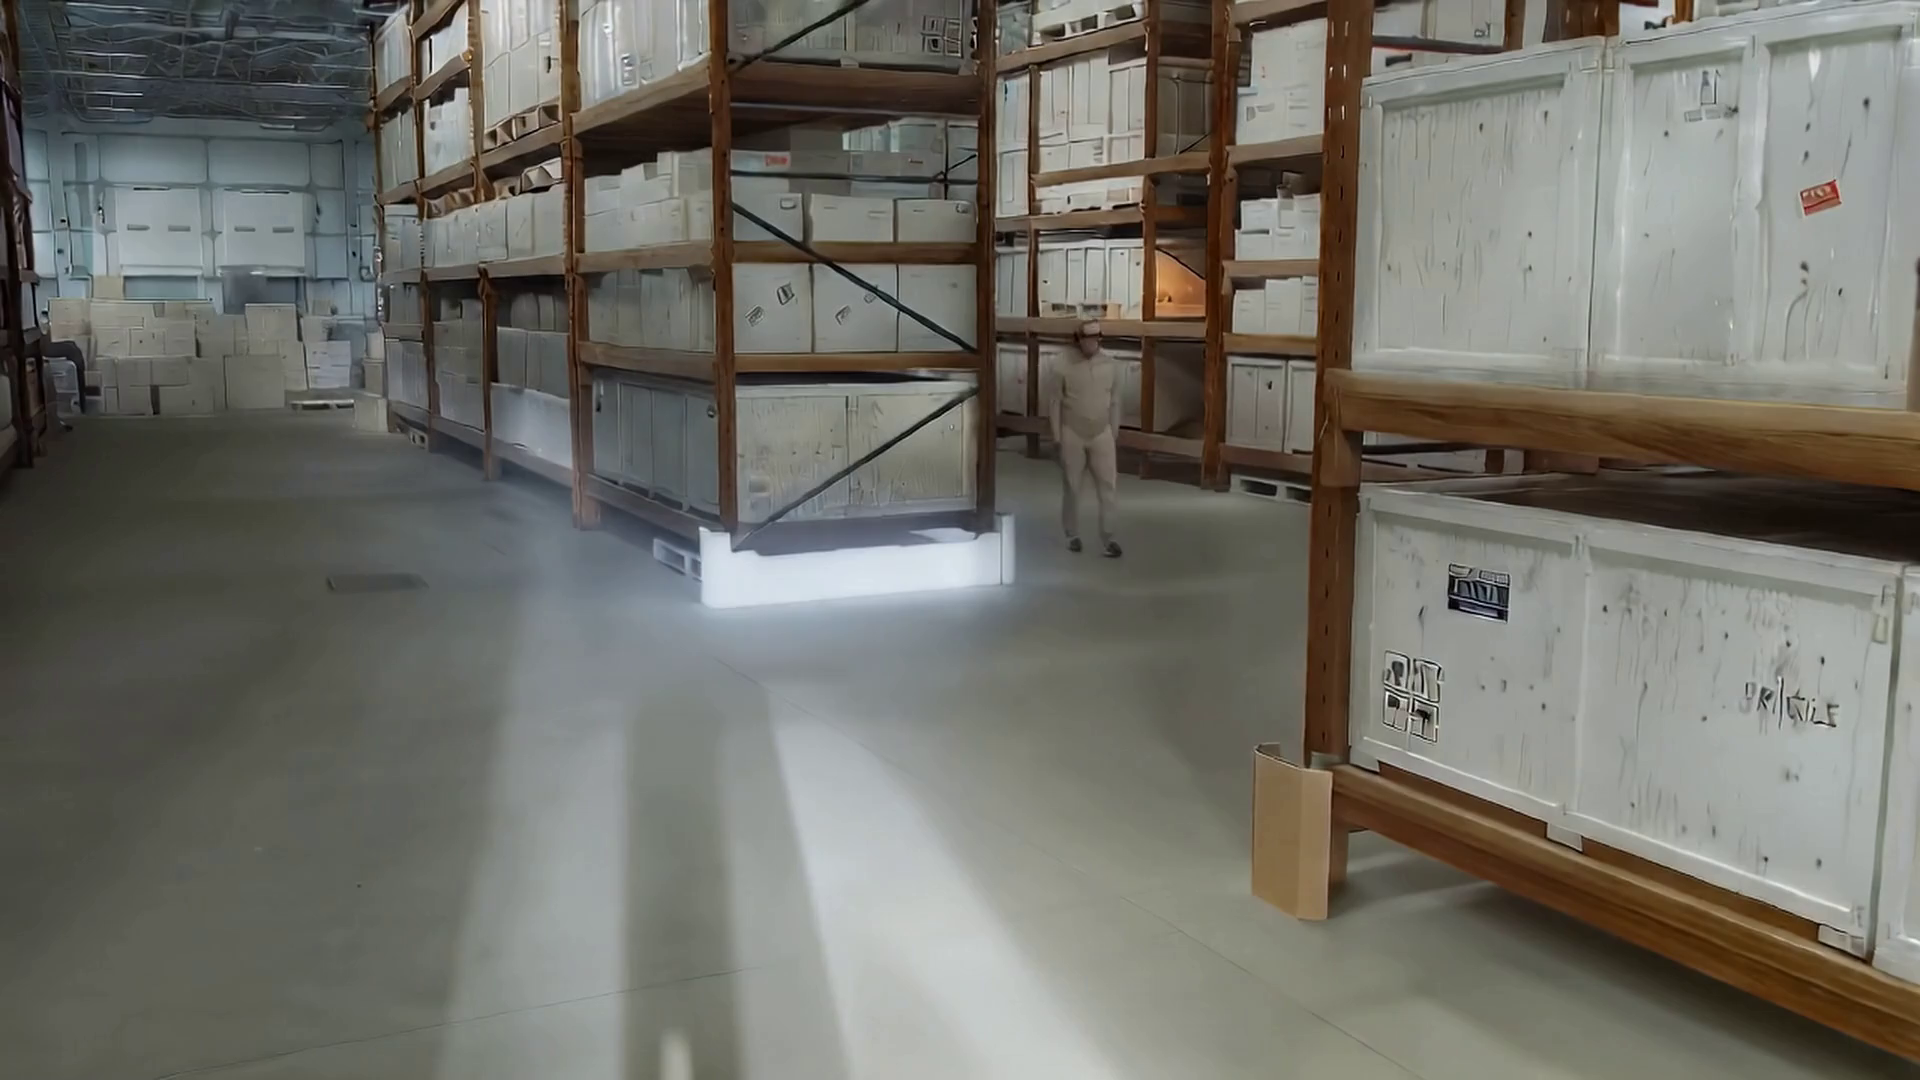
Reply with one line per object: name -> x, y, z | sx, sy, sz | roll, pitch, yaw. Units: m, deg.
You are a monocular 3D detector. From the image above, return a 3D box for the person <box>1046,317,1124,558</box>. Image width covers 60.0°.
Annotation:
person -> 1.000, -0.786, 12.968 | 0.651, 1.875, 0.868 | -2, 8, -10

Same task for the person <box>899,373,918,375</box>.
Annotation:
person -> -0.590, -1.069, 15.538 | 0.531, 1.692, 0.322 | 5, 10, 31

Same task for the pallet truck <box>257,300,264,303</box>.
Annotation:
pallet truck -> -23.913, -7.404, 58.171 | 1.885, 1.965, 0.823 | -1, 8, -9

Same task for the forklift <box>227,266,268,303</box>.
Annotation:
forklift -> -17.707, -5.424, 41.488 | 1.129, 2.768, 1.873 | -1, 8, -6
